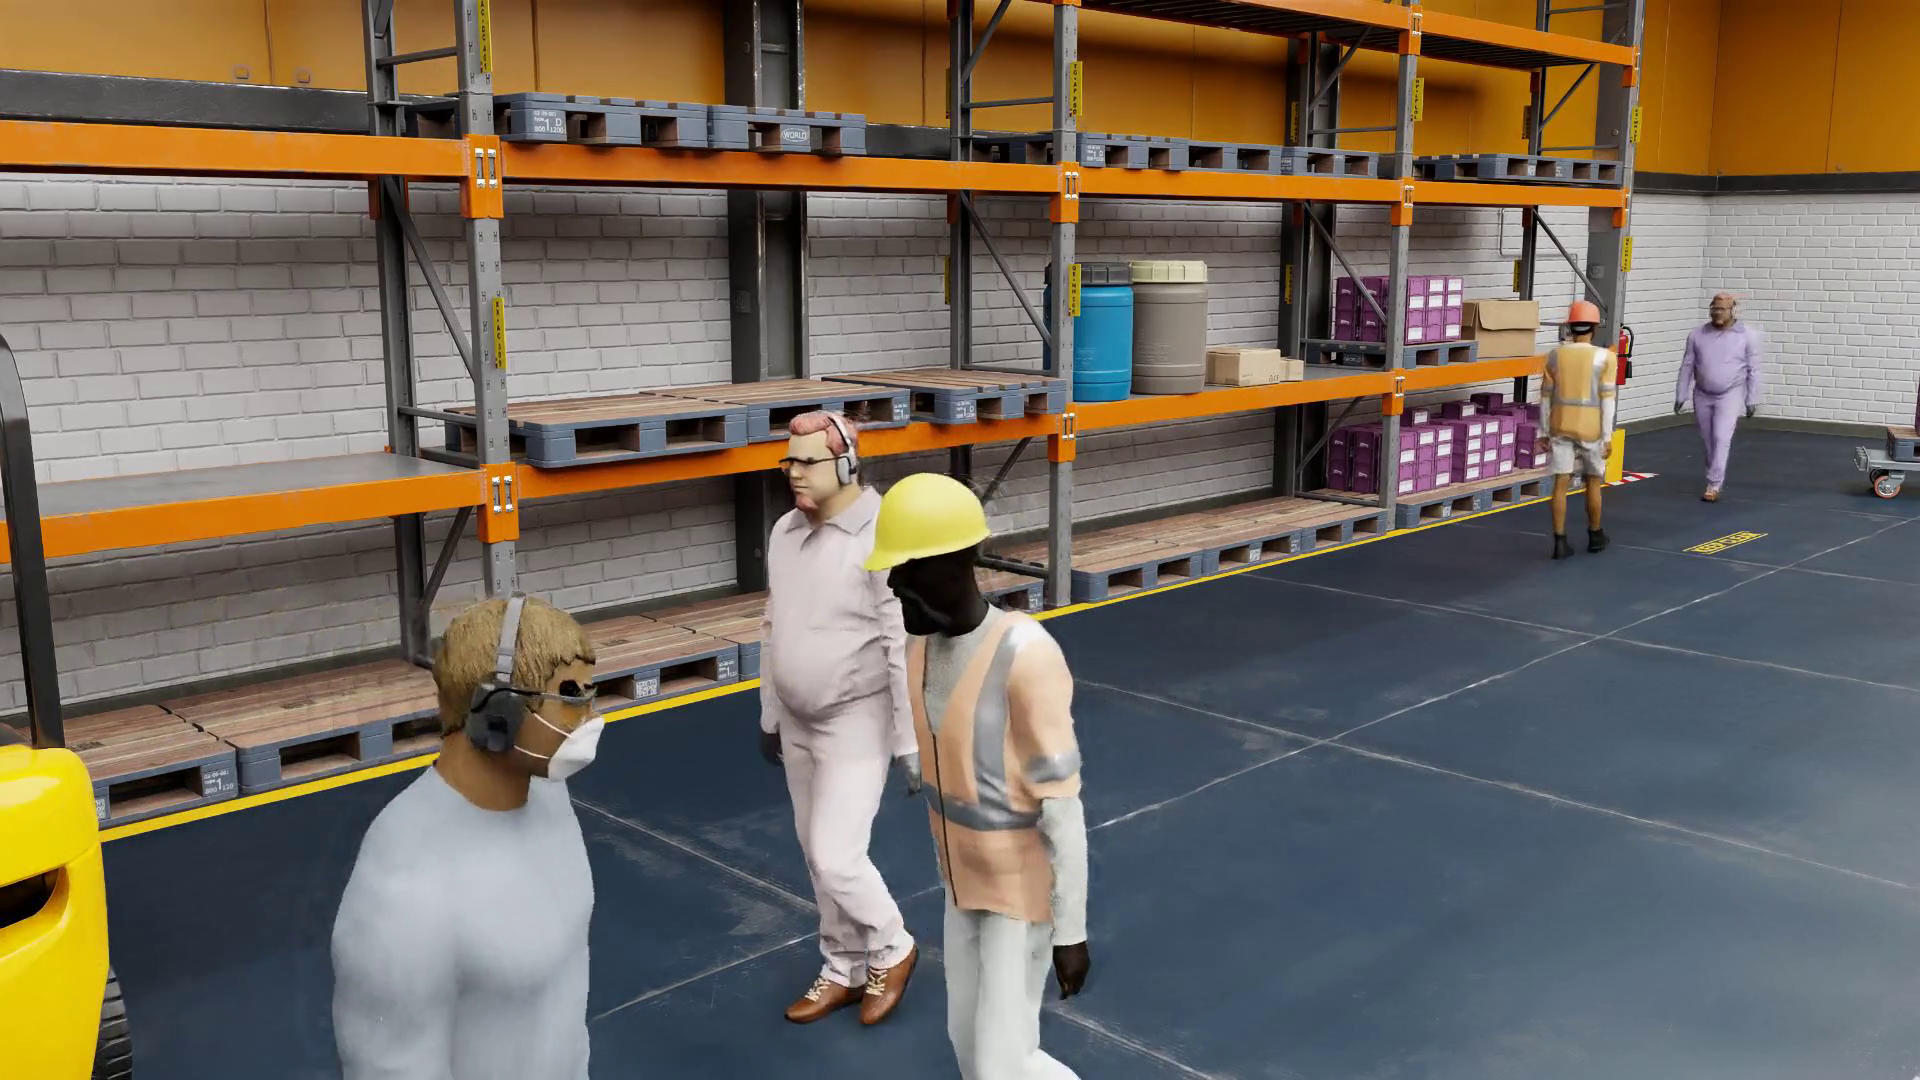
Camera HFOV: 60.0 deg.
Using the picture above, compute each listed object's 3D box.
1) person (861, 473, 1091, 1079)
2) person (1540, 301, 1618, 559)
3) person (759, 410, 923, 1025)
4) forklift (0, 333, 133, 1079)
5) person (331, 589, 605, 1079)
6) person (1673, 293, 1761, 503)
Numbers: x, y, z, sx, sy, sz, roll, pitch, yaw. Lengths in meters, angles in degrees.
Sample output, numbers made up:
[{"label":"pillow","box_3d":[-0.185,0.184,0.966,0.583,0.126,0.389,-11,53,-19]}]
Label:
[{"label":"person","box_3d":[0.092,0.776,3.817,0.625,1.889,0.617,-6,12,-29]},{"label":"person","box_3d":[4.671,-0.832,12.520,0.572,1.910,0.783,8,13,36]},{"label":"person","box_3d":[-0.391,0.554,5.015,0.431,1.891,0.683,-9,14,-42]},{"label":"forklift","box_3d":[-3.289,0.485,4.582,1.214,2.155,2.313,-10,14,-44]},{"label":"person","box_3d":[-0.839,1.006,2.584,0.895,1.905,0.648,1,10,4]},{"label":"person","box_3d":[6.802,-1.279,15.061,0.665,1.870,0.862,10,14,44]}]
